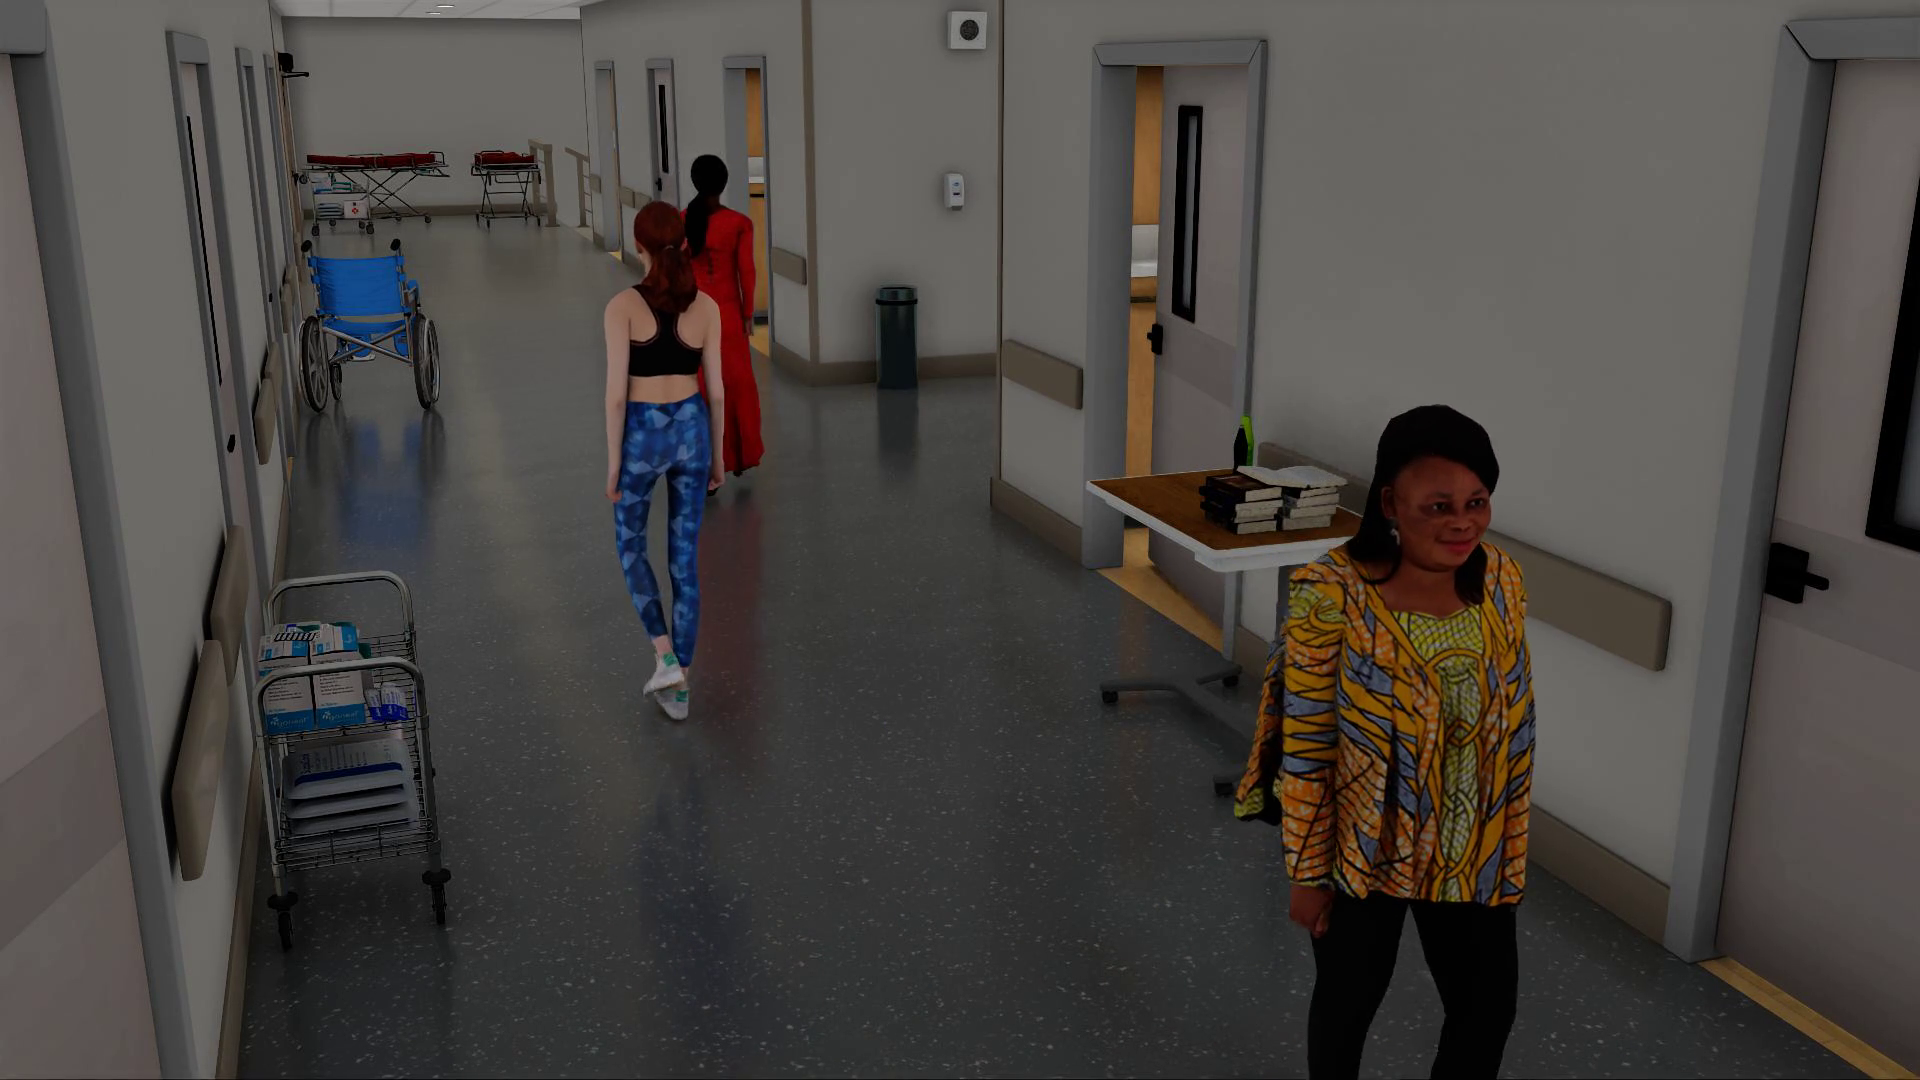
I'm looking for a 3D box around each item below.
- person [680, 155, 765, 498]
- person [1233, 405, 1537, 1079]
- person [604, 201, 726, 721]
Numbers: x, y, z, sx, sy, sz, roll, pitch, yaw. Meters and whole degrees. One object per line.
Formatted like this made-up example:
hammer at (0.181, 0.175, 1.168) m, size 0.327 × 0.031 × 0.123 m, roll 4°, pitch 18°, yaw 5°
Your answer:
person at (-1.317, -1.088, 8.716) m, size 0.857 × 1.754 × 1.076 m, roll 0°, pitch 16°, yaw 1°
person at (0.789, 0.544, 3.138) m, size 0.724 × 1.639 × 0.751 m, roll -5°, pitch 16°, yaw -16°
person at (-0.975, -0.230, 5.624) m, size 0.595 × 1.779 × 0.633 m, roll -7°, pitch 17°, yaw -22°
